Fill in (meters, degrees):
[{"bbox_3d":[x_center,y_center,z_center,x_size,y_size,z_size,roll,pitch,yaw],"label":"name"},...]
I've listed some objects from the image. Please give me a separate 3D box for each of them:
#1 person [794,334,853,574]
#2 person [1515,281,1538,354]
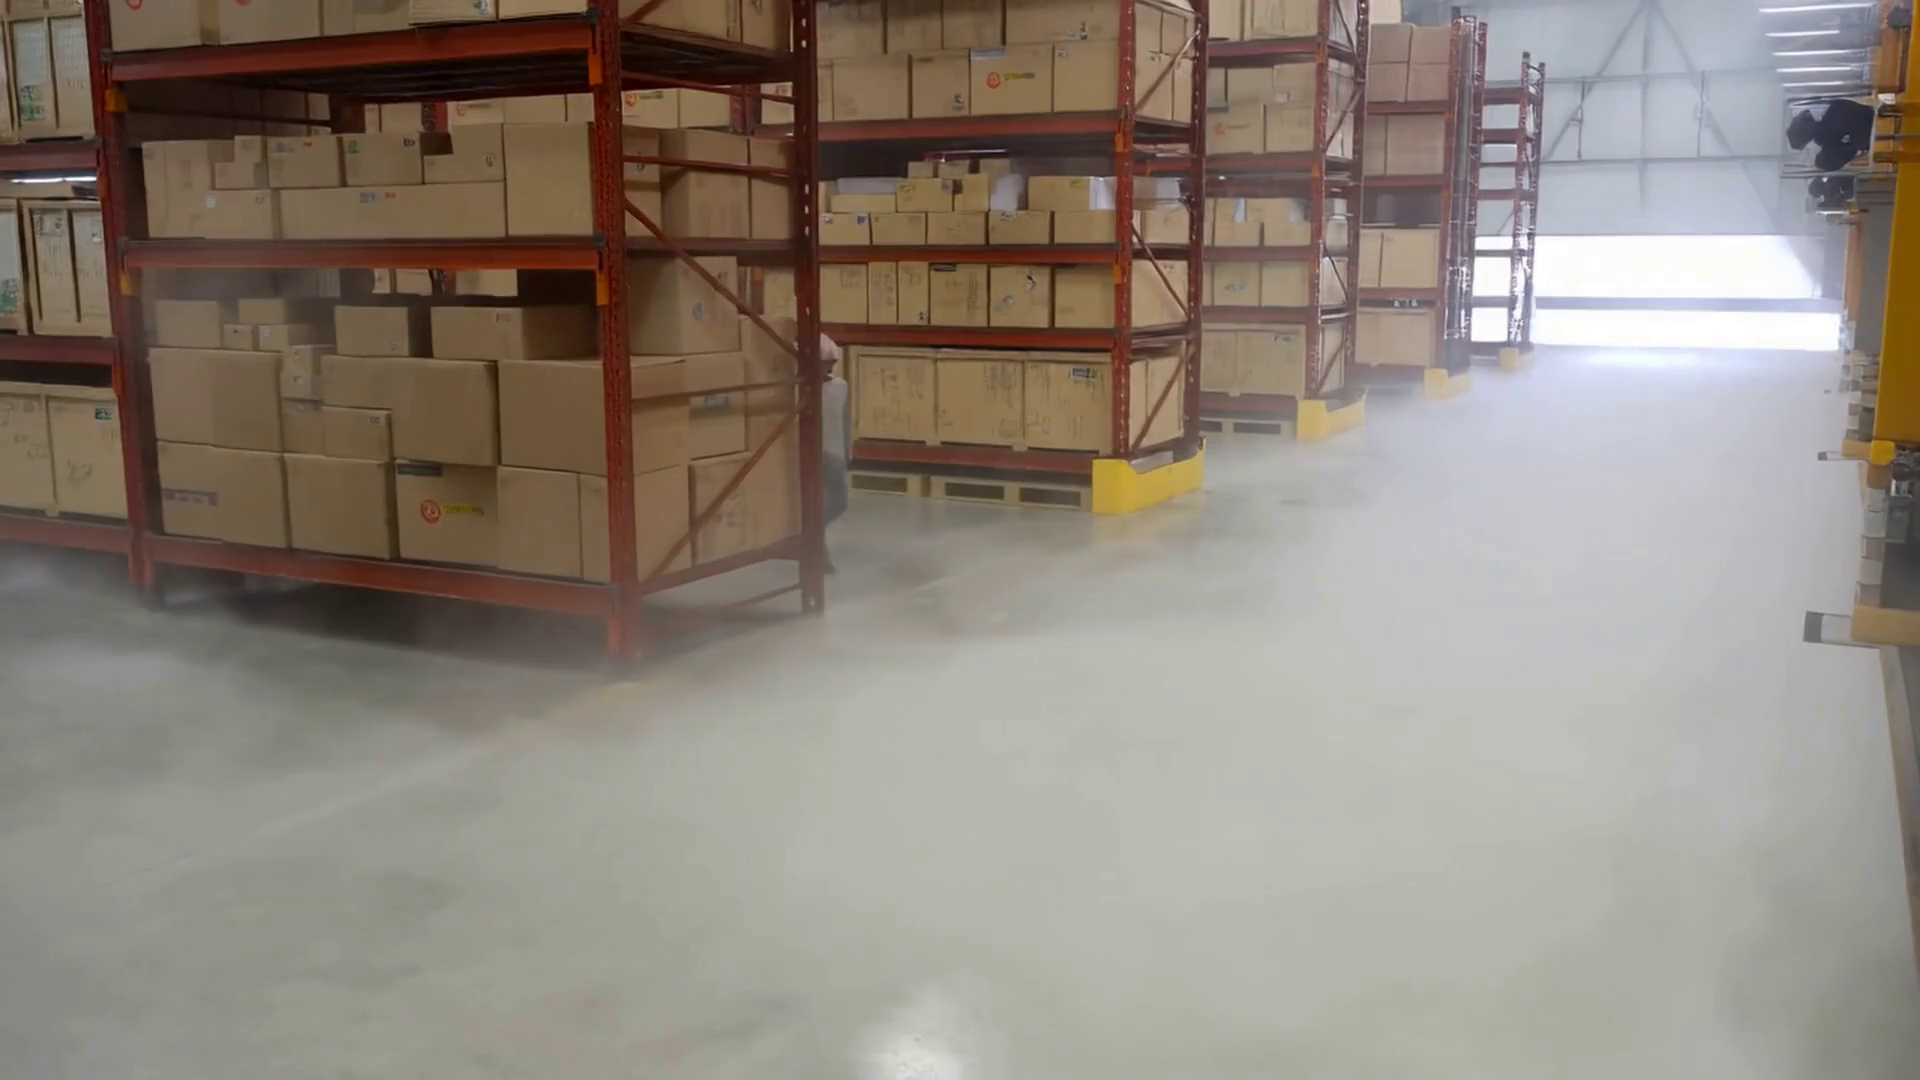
[{"bbox_3d":[-1.040,-0.643,12.241,0.530,1.752,0.554,-6,11,-31],"label":"person"},{"bbox_3d":[12.345,-4.781,36.244,0.576,1.731,0.635,-8,12,-38],"label":"person"}]
